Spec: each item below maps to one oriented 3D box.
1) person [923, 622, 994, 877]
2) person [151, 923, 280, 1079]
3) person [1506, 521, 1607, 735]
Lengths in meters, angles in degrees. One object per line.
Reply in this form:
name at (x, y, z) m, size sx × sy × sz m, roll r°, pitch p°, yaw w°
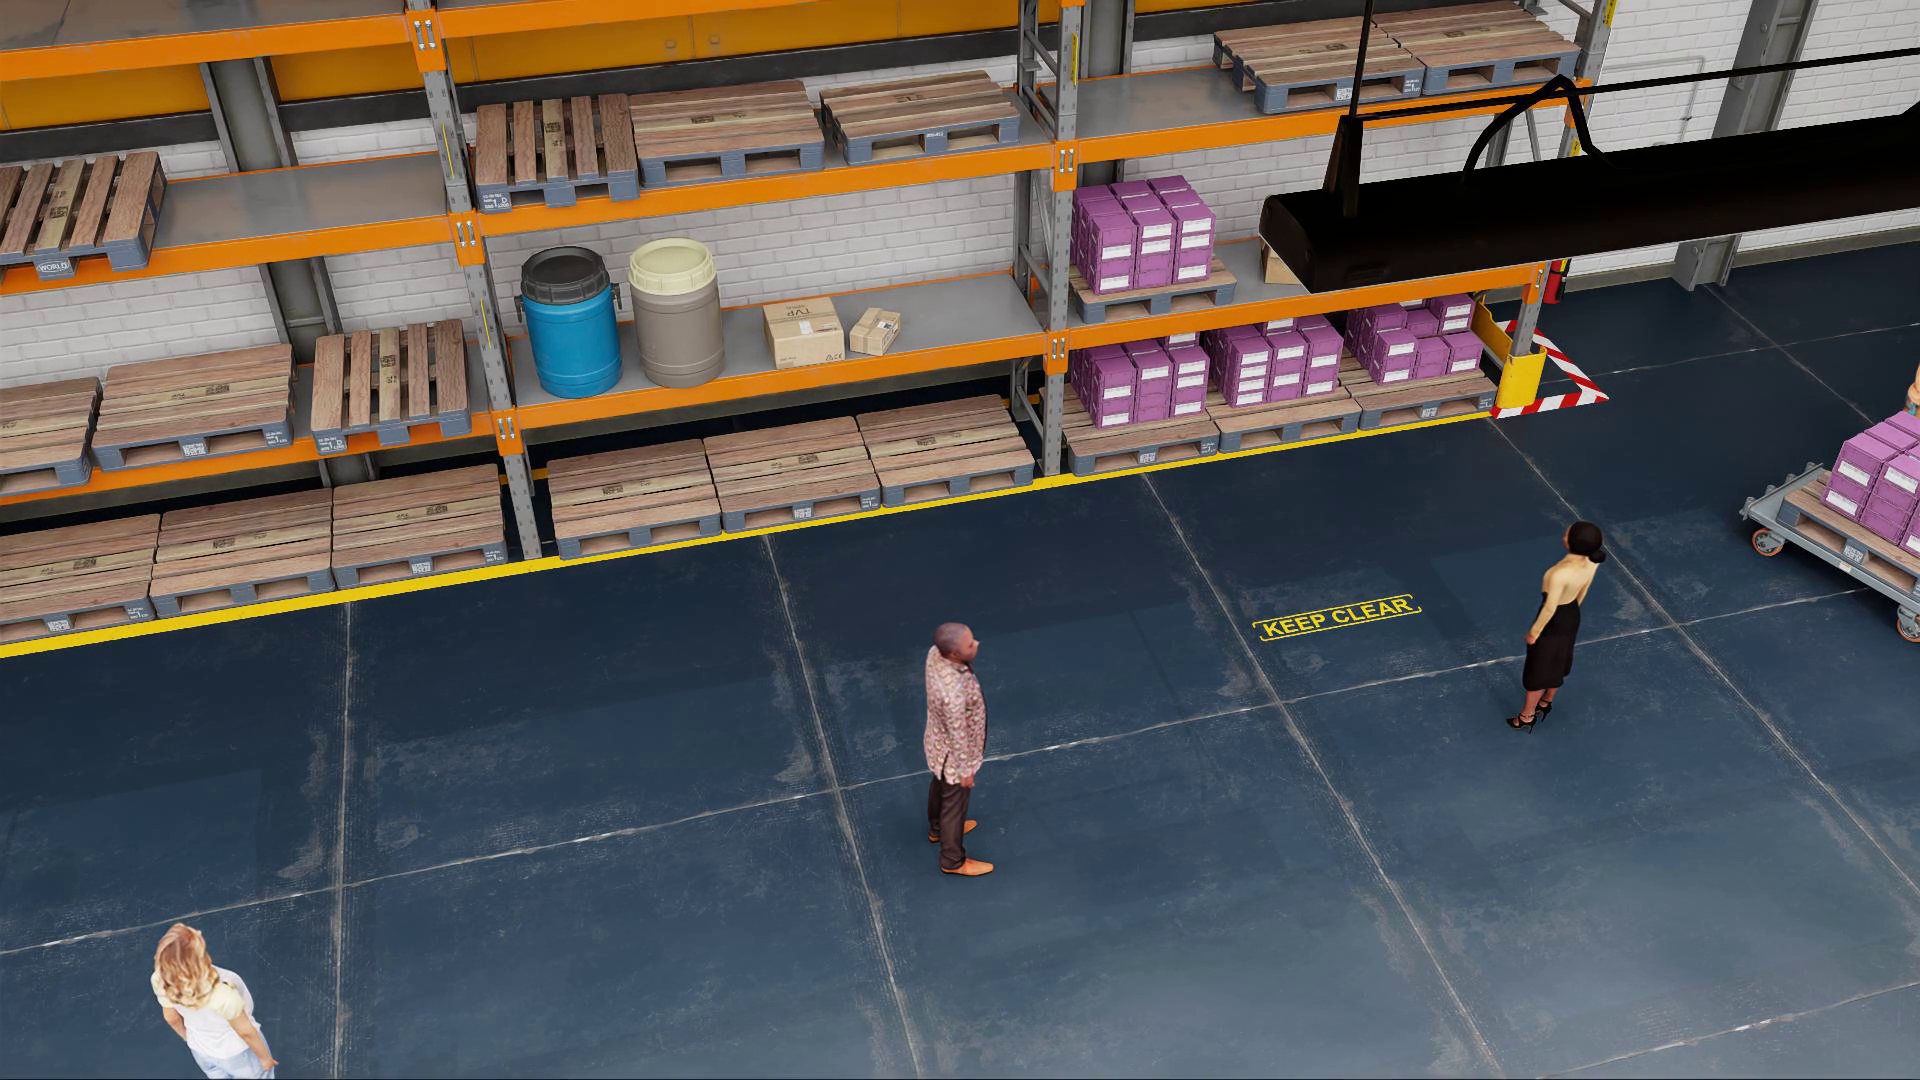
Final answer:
person at (-0.050, 1.171, 9.491) m, size 0.577 × 1.808 × 0.673 m, roll -8°, pitch 39°, yaw -10°
person at (-3.517, 2.435, 7.976) m, size 0.650 × 1.723 × 0.770 m, roll 9°, pitch 39°, yaw 11°
person at (3.725, 0.540, 10.406) m, size 0.586 × 1.653 × 0.699 m, roll -25°, pitch 45°, yaw -28°
